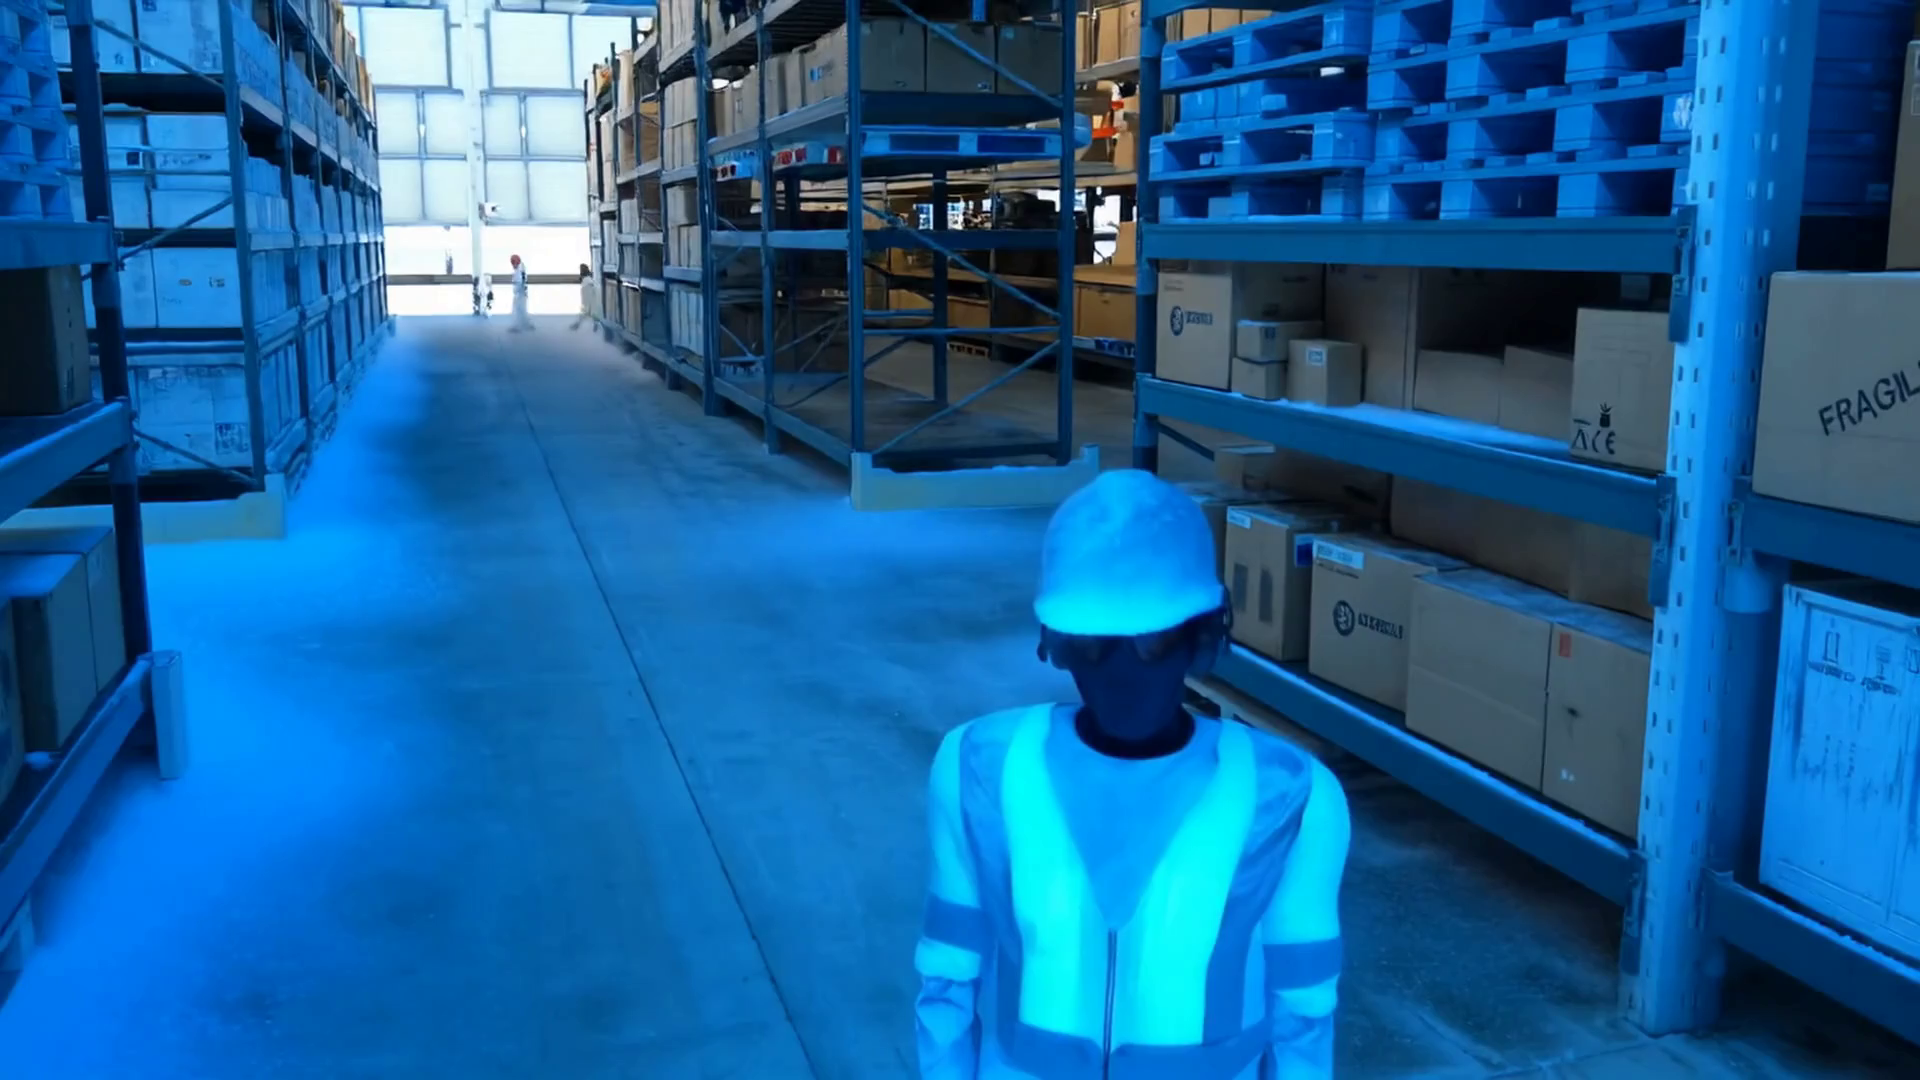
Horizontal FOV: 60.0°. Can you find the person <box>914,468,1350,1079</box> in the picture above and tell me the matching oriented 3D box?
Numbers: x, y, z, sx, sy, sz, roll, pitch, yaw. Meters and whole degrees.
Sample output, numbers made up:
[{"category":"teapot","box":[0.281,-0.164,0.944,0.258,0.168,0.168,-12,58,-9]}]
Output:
[{"category":"person","box":[0.224,0.911,2.368,0.605,2.045,0.380,2,11,11]}]

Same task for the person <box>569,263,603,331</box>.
[{"category":"person","box":[-9.301,-6.048,41.465,0.892,1.701,0.500,-2,11,-13]}]

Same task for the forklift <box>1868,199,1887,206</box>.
[{"category":"forklift","box":[11.338,-2.915,21.052,1.129,2.768,1.873,-3,11,-17]}]

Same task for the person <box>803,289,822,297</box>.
[{"category":"person","box":[-3.066,-4.721,33.915,0.726,1.803,0.470,5,11,25]}]

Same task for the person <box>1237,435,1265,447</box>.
[{"category":"person","box":[2.244,-0.750,12.619,0.470,1.616,0.516,2,11,12]}]

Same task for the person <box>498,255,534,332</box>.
[{"category":"person","box":[-11.000,-6.076,41.058,0.939,1.902,0.612,-3,11,-14]}]
